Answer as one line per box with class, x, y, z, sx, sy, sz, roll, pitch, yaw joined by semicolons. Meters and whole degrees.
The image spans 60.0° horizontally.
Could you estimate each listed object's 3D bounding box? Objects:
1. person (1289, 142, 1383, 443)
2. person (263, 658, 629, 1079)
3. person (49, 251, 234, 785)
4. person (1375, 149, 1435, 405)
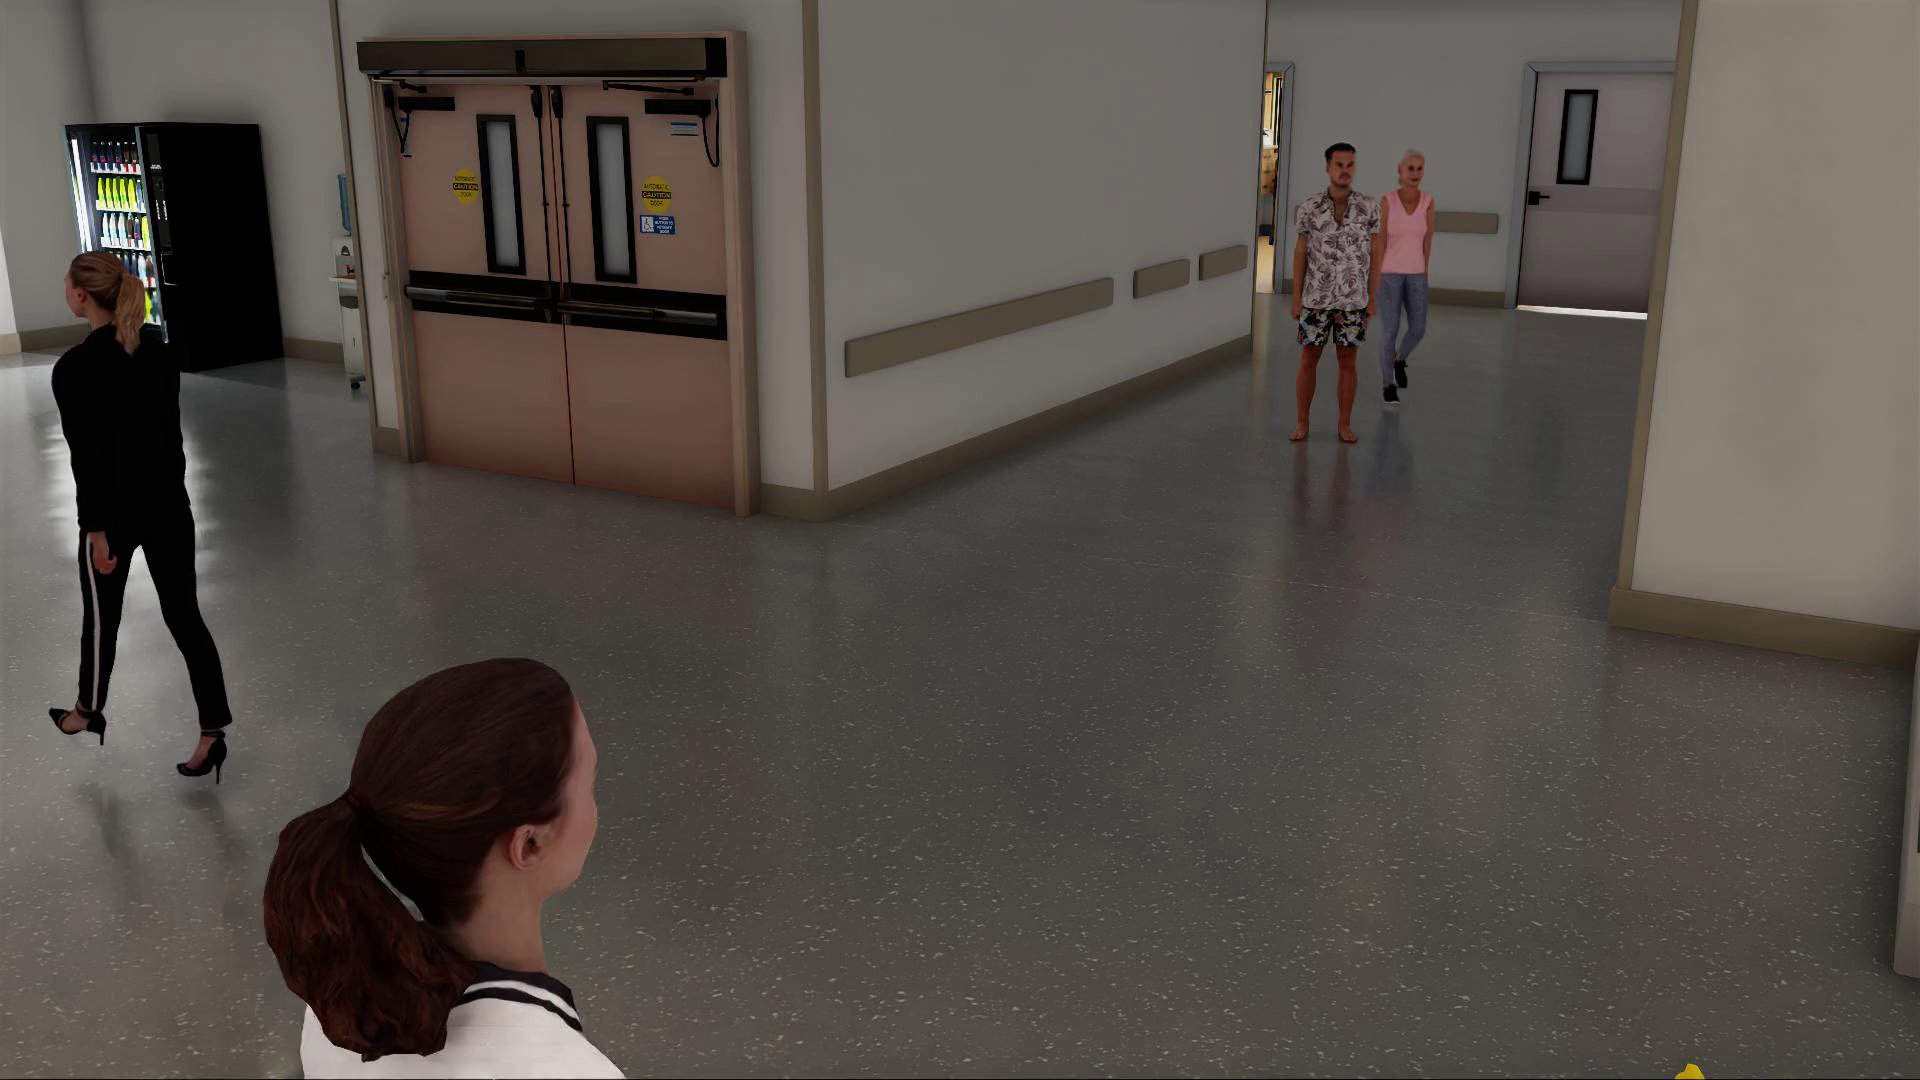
person;2.310;-1.529;10.277;0.630;1.815;0.800;3;16;9
person;-0.488;0.987;1.552;1.093;1.706;0.688;7;17;25
person;-2.510;-0.022;5.202;1.002;1.668;0.661;8;18;26
person;3.026;-1.824;11.509;0.806;1.715;0.810;0;16;0
